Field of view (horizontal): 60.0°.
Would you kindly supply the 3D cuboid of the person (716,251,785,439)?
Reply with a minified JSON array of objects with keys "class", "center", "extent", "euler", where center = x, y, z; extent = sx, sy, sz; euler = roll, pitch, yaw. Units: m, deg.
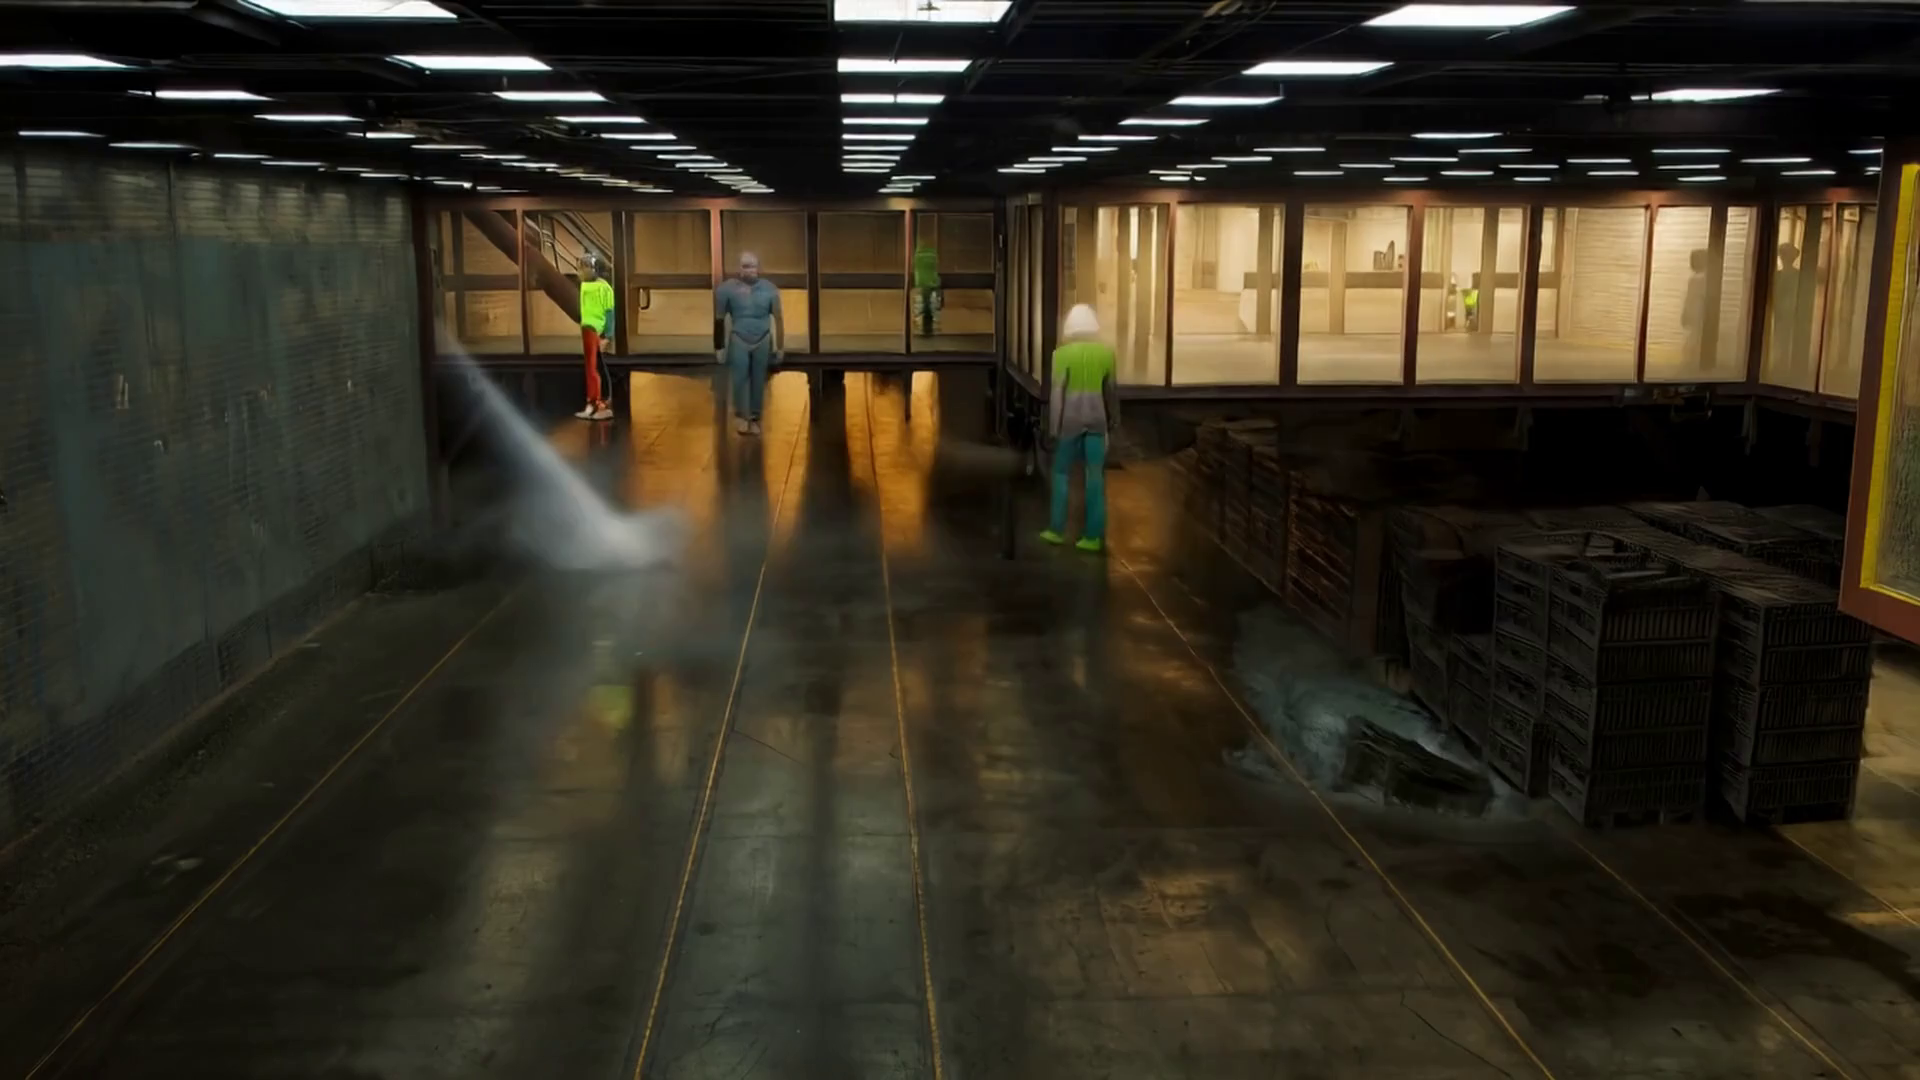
[{"class":"person","center":[-2.097,-1.962,16.811],"extent":[0.680,1.880,0.756],"euler":[-3,11,-17]}]

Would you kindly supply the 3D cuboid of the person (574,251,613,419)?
[{"class":"person","center":[-4.108,-2.285,18.616],"extent":[0.524,1.871,0.325],"euler":[9,14,39]}]

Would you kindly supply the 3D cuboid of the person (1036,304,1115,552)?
[{"class":"person","center":[0.752,-0.748,10.992],"extent":[0.537,1.609,0.655],"euler":[-5,12,-27]}]
